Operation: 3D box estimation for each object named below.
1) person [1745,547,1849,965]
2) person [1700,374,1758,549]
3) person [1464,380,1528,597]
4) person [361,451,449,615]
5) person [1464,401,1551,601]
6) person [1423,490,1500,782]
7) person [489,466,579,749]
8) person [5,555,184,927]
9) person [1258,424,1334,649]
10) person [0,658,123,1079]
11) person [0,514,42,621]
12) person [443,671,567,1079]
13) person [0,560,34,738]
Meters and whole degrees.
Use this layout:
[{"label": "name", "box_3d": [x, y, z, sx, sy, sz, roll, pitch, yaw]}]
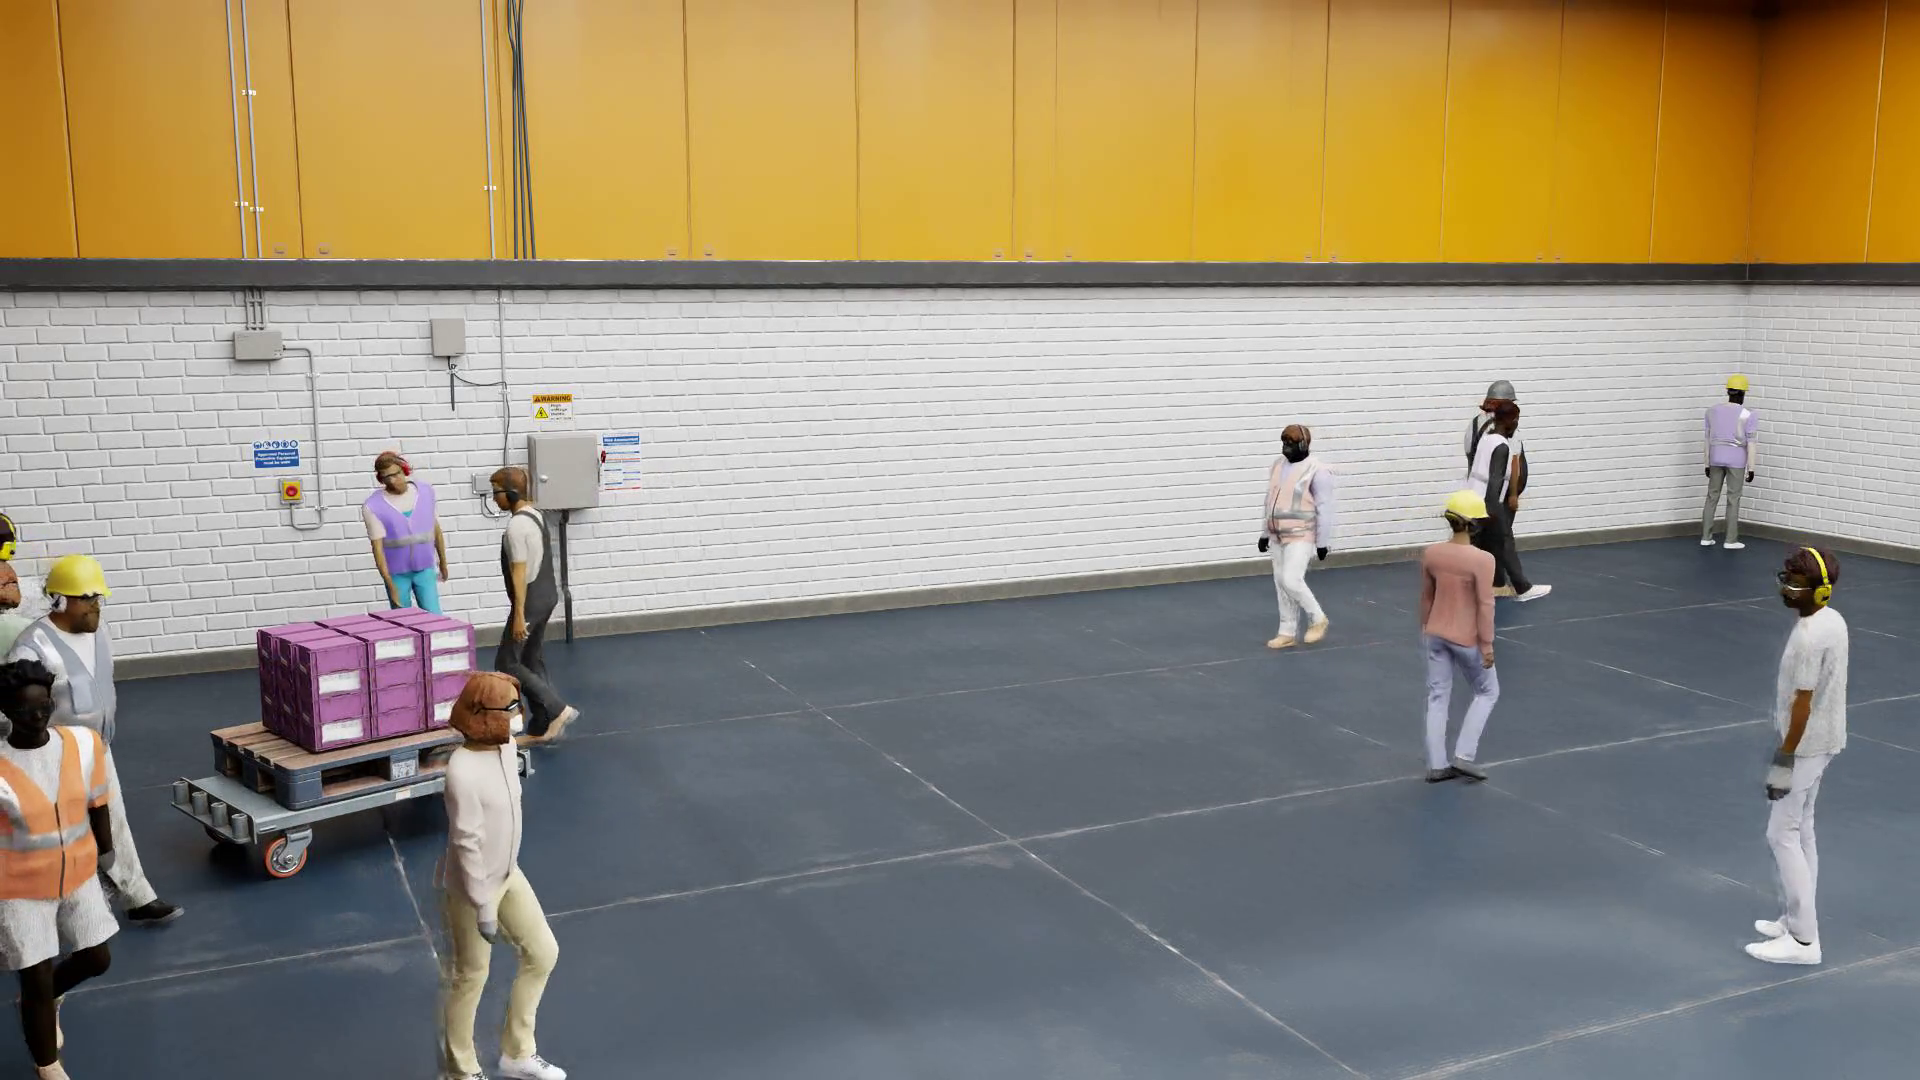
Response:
[{"label": "person", "box_3d": [3.732, 0.942, 7.339, 0.367, 1.846, 0.575, 7, 12, 39]}, {"label": "person", "box_3d": [8.463, -0.858, 18.279, 0.399, 1.918, 0.580, -8, 12, -40]}, {"label": "person", "box_3d": [5.065, -0.497, 15.651, 0.535, 2.000, 0.686, -2, 9, -15]}, {"label": "person", "box_3d": [-3.874, 0.255, 11.768, 0.654, 1.790, 0.764, -7, 12, -39]}, {"label": "person", "box_3d": [4.906, -0.343, 15.277, 1.032, 1.850, 0.616, 0, 9, -2]}, {"label": "person", "box_3d": [2.984, 0.575, 9.861, 0.450, 1.751, 0.546, -6, 11, -34]}, {"label": "person", "box_3d": [-2.706, 0.443, 10.499, 0.493, 1.818, 0.553, 0, 9, 2]}, {"label": "person", "box_3d": [-4.035, 0.950, 7.545, 0.778, 1.778, 0.616, 2, 9, 13]}, {"label": "person", "box_3d": [2.672, -0.023, 13.376, 0.438, 1.828, 0.629, -5, 10, -28]}, {"label": "person", "box_3d": [-3.368, 1.230, 6.028, 0.525, 1.680, 0.549, 6, 11, 32]}, {"label": "person", "box_3d": [-4.828, 0.803, 8.245, 0.554, 1.843, 0.553, -4, 10, -24]}, {"label": "person", "box_3d": [-1.654, 1.266, 6.033, 0.555, 1.614, 0.530, 1, 9, 9]}, {"label": "person", "box_3d": [-4.754, 0.895, 8.302, 0.532, 1.623, 0.338, 0, 9, 2]}]
